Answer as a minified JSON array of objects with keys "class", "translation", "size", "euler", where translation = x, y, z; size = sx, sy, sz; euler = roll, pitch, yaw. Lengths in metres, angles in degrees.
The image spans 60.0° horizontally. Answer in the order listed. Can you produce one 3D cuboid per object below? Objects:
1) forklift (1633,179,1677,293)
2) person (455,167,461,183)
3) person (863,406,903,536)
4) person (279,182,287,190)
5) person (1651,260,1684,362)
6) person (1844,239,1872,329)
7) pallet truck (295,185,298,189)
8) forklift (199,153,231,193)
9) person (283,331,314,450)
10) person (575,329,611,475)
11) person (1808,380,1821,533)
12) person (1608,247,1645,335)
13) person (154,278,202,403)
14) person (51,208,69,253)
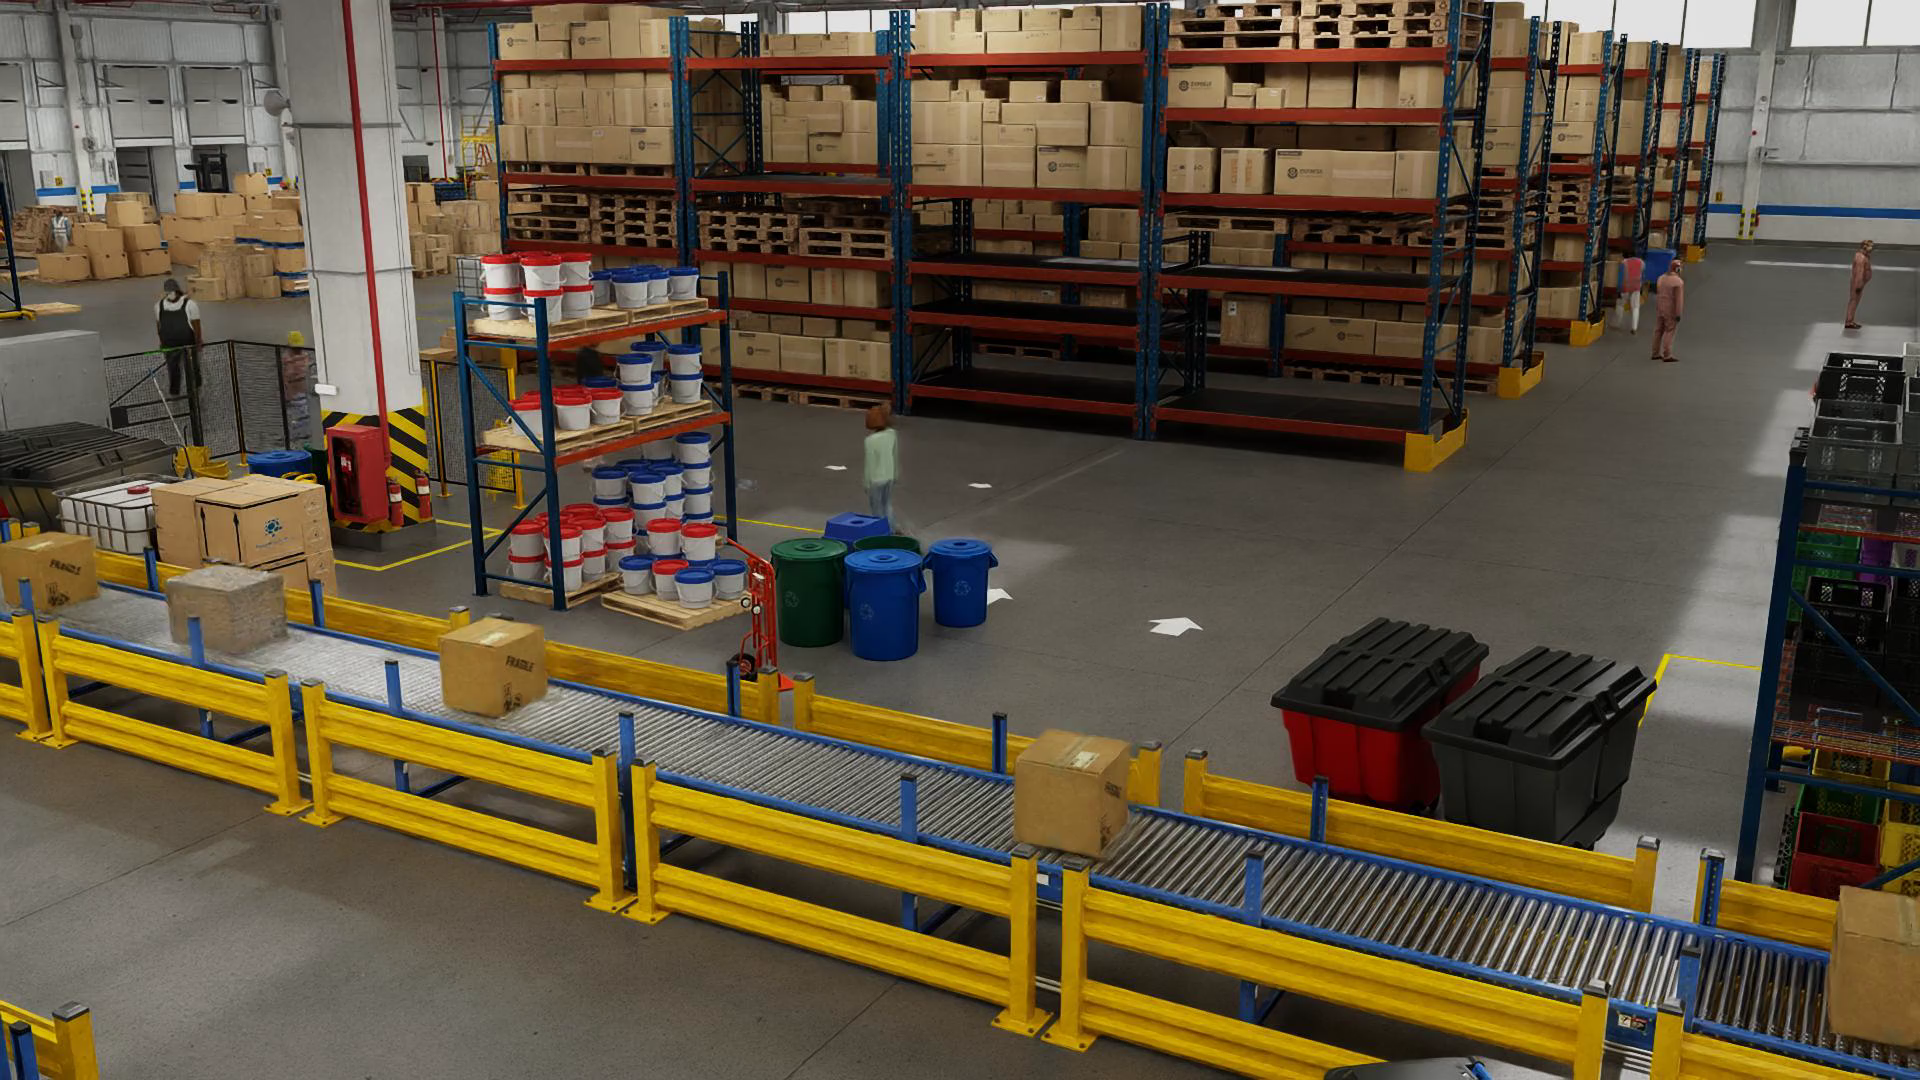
[{"class":"forklift","translation":[17.134,-7.707,42.073],"size":[1.873,2.768,1.129],"euler":[8,17,28]},{"class":"person","translation":[-21.962,-15.275,72.377],"size":[0.637,1.917,0.761],"euler":[12,19,39]},{"class":"person","translation":[-0.860,-0.649,17.946],"size":[0.374,1.620,0.525],"euler":[12,19,38]},{"class":"person","translation":[-24.064,-11.865,59.551],"size":[0.472,1.913,0.569],"euler":[-7,17,-26]},{"class":"person","translation":[13.266,-4.278,31.072],"size":[0.400,1.901,0.646],"euler":[-5,16,-18]},{"class":"person","translation":[19.249,-5.472,35.565],"size":[0.396,1.900,0.644],"euler":[8,17,29]},{"class":"pallet truck","translation":[-26.804,-14.617,69.738],"size":[1.885,1.965,0.823],"euler":[-14,20,-42]},{"class":"forklift","translation":[-27.440,-12.865,61.464],"size":[1.873,2.768,1.129],"euler":[8,17,28]},{"class":"person","translation":[-9.125,-2.032,22.929],"size":[0.436,1.737,0.541],"euler":[2,15,7]},{"class":"person","translation":[-4.801,-1.846,21.745],"size":[0.388,1.996,0.618],"euler":[2,15,7]},{"class":"person","translation":[9.247,-0.802,17.953],"size":[0.426,1.920,0.554],"euler":[7,17,25]},{"class":"person","translation":[14.020,-5.247,34.886],"size":[0.714,1.790,0.926],"euler":[-1,15,-5]},{"class":"person","translation":[-12.747,-3.319,27.185],"size":[0.688,2.000,0.983],"euler":[-3,15,-11]},{"class":"person","translation":[-26.785,-9.061,49.539],"size":[0.519,1.640,0.310],"euler":[1,15,3]}]
